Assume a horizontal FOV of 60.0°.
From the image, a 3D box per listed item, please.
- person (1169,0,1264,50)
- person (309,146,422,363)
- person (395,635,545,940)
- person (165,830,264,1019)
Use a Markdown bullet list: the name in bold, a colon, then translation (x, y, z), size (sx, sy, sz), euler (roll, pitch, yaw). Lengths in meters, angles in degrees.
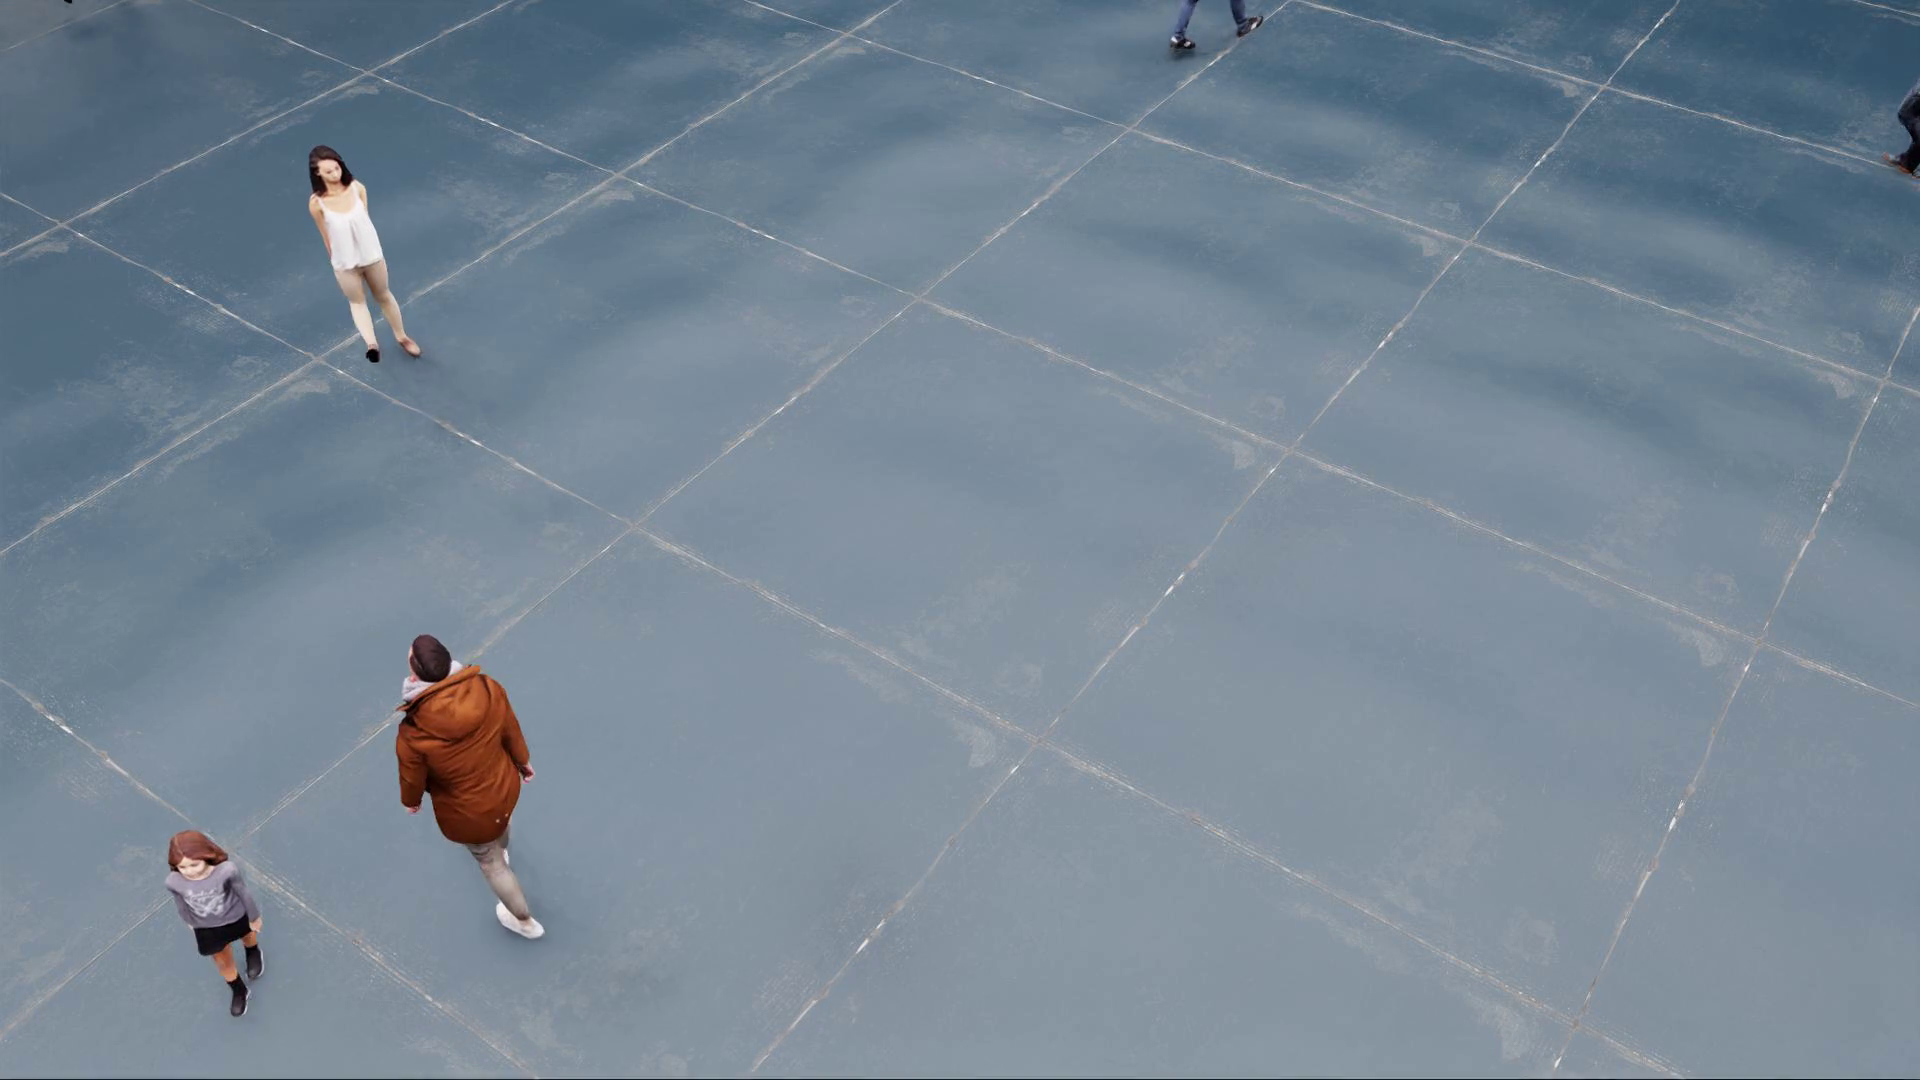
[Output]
- **person**: translation (2.169, -5.059, 14.303), size (1.042, 1.818, 1.265), euler (-24, 48, -24)
- **person**: translation (-3.923, -1.828, 10.963), size (0.696, 1.654, 0.801), euler (27, 49, 26)
- **person**: translation (-2.154, 1.200, 7.611), size (0.932, 1.803, 0.709), euler (26, 49, 25)
- **person**: translation (-3.400, 1.657, 7.642), size (0.648, 1.093, 0.719), euler (-12, 44, -13)
